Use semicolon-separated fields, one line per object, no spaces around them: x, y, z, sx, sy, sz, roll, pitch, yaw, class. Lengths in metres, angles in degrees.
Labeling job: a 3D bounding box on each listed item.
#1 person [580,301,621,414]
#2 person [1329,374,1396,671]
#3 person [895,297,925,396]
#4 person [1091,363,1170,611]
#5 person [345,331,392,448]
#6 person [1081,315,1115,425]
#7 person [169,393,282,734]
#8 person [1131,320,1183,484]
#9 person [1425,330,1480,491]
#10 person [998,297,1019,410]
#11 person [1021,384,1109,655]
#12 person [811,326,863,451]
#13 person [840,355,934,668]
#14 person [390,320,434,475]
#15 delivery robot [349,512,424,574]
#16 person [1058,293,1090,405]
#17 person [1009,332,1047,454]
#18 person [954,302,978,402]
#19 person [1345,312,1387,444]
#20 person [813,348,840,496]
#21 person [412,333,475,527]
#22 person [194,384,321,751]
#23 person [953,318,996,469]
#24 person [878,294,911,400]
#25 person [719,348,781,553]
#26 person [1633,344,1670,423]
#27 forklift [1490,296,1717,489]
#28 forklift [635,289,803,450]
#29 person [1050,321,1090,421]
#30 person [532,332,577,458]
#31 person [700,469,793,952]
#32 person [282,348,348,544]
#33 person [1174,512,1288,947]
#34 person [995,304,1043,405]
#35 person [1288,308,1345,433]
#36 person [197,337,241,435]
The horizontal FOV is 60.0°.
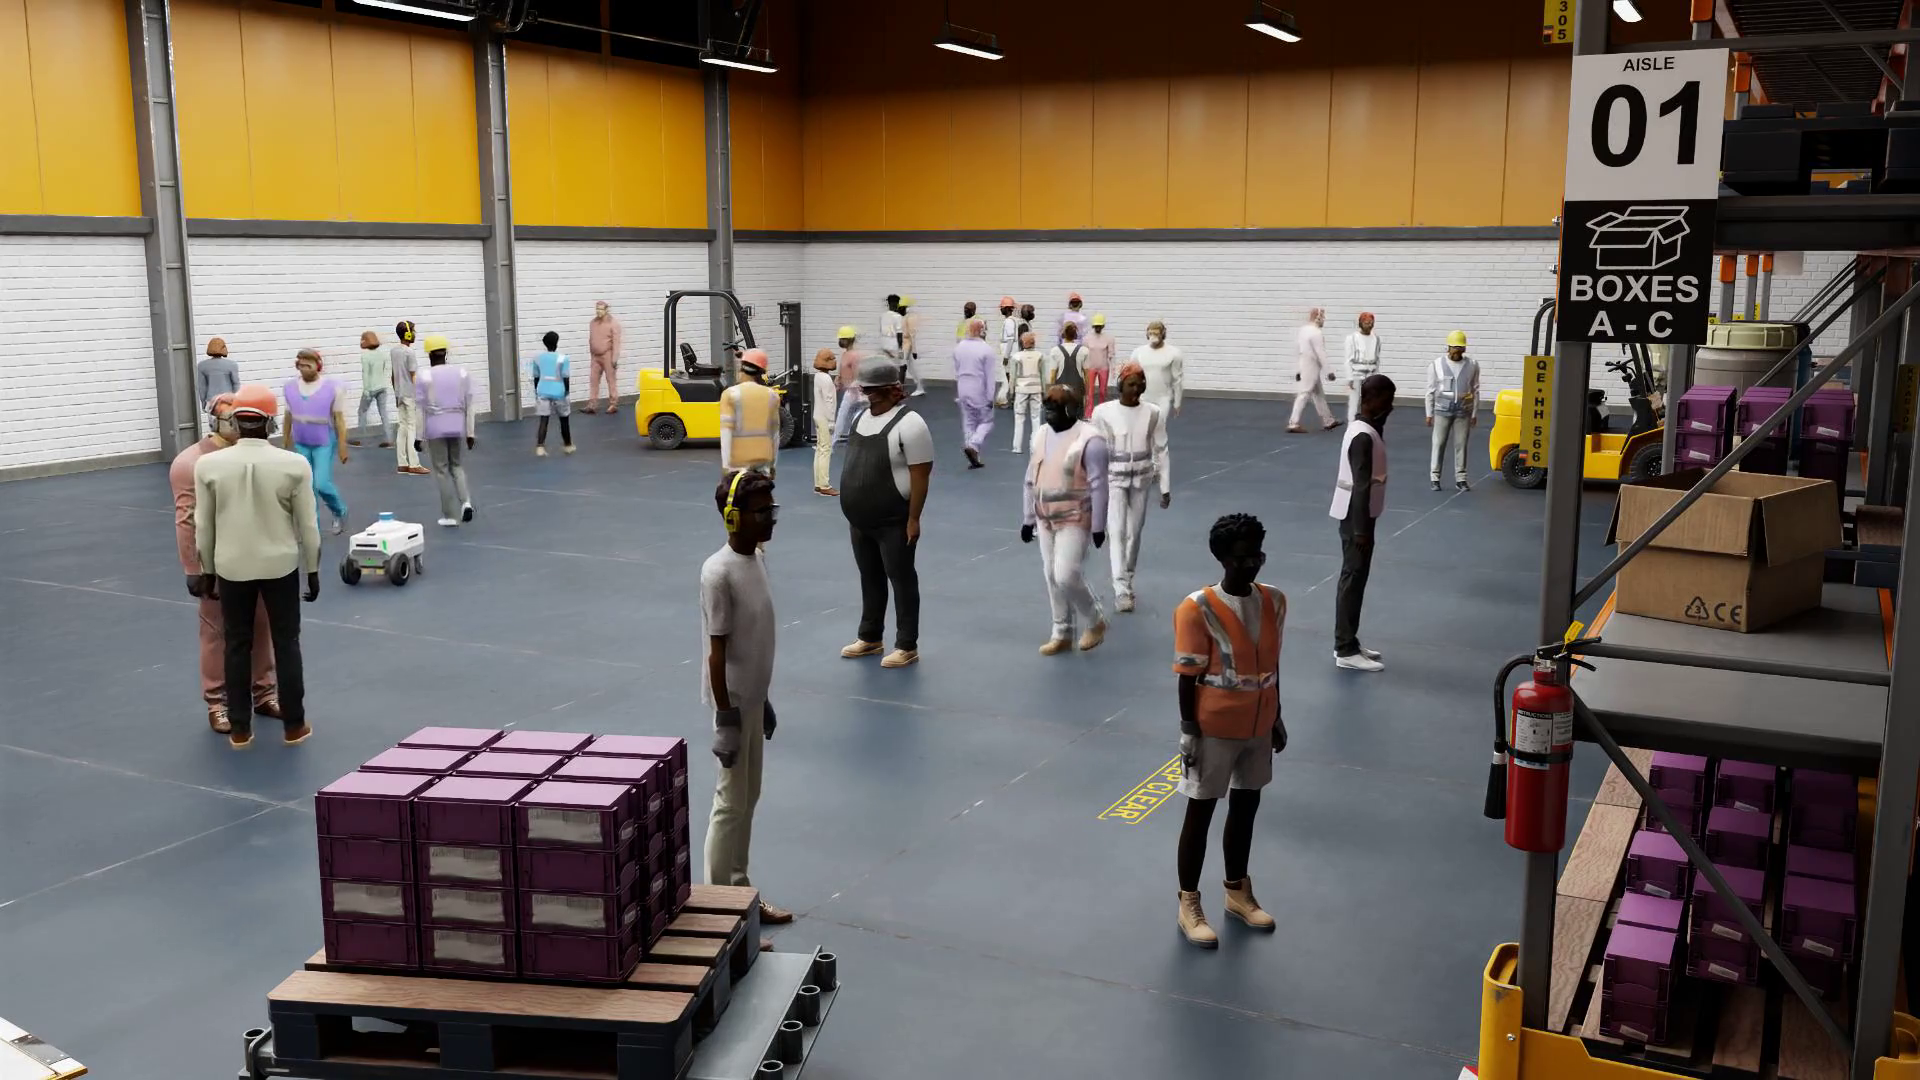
-5.980;-3.031;27.720;0.688;1.894;0.634;5;11;26;person
2.603;-0.124;10.826;0.393;1.911;0.590;2;10;14;person
-1.062;-3.606;31.106;1.007;1.873;0.593;-4;11;-23;person
1.302;-0.415;12.700;0.600;1.853;0.817;-1;10;-7;person
-8.180;-2.068;22.973;0.708;1.610;0.510;4;11;23;person
2.148;-2.636;25.919;0.546;1.718;0.903;2;10;9;person
-4.089;0.119;9.431;0.409;1.908;0.639;7;12;37;person
2.328;-1.648;19.662;0.640;1.912;0.867;4;11;23;person
5.558;-1.456;18.789;0.589;1.824;0.403;1;10;8;person
0.819;-3.205;28.586;0.371;1.938;0.553;1;10;8;person
0.693;-0.121;11.058;0.432;1.832;0.637;-8;13;-39;person
-1.518;-1.951;21.962;0.915;1.719;0.523;-2;10;-13;person
-0.528;-0.191;10.835;0.535;2.000;0.684;-9;13;-43;person
-6.699;-1.727;20.224;0.524;1.871;0.325;8;13;39;person
-4.706;0.015;13.667;0.477;0.478;0.707;1;10;8;delivery robot
1.979;-3.320;29.152;0.606;1.986;1.002;4;10;20;person
0.912;-1.965;22.299;0.519;1.632;0.313;-2;10;-12;person
0.140;-3.378;29.954;0.553;1.814;0.699;-5;11;-26;person
5.690;-2.245;23.271;0.586;1.857;0.792;-2;10;-13;person
-1.486;-1.310;18.482;0.273;1.636;0.507;-3;10;-18;person
-5.077;-1.072;16.318;0.582;1.909;0.409;-10;14;-44;person
-3.809;0.147;9.055;0.629;1.986;0.420;-3;10;-16;person
0.176;-1.800;20.620;0.644;1.884;0.513;8;12;37;person
-1.158;-3.499;30.275;0.729;1.936;0.661;-10;14;-44;person
-1.795;-0.672;14.062;0.626;1.887;0.498;-6;12;-32;person
9.612;-2.199;23.068;0.595;1.828;0.403;-3;10;-17;person
7.296;-1.677;18.993;2.313;2.155;1.214;5;11;27;forklift
-3.358;-2.392;23.136;2.313;2.155;1.214;-1;10;-5;forklift
1.364;-1.802;20.730;0.508;1.846;0.345;0;10;-1;person
-5.381;-1.925;21.994;0.544;1.658;0.794;2;10;9;person
-0.838;0.650;6.462;0.315;1.869;0.526;2;10;10;person
-5.985;-0.876;15.431;0.607;1.823;0.466;2;10;11;person
1.062;0.729;6.502;0.541;1.695;0.316;-6;11;-31;person
1.058;-3.260;29.353;0.912;1.799;0.642;1;10;8;person
5.373;-2.519;24.854;0.995;1.856;0.672;-1;10;-3;person
-9.255;-1.713;20.822;0.501;1.633;0.285;-1;10;-7;person
